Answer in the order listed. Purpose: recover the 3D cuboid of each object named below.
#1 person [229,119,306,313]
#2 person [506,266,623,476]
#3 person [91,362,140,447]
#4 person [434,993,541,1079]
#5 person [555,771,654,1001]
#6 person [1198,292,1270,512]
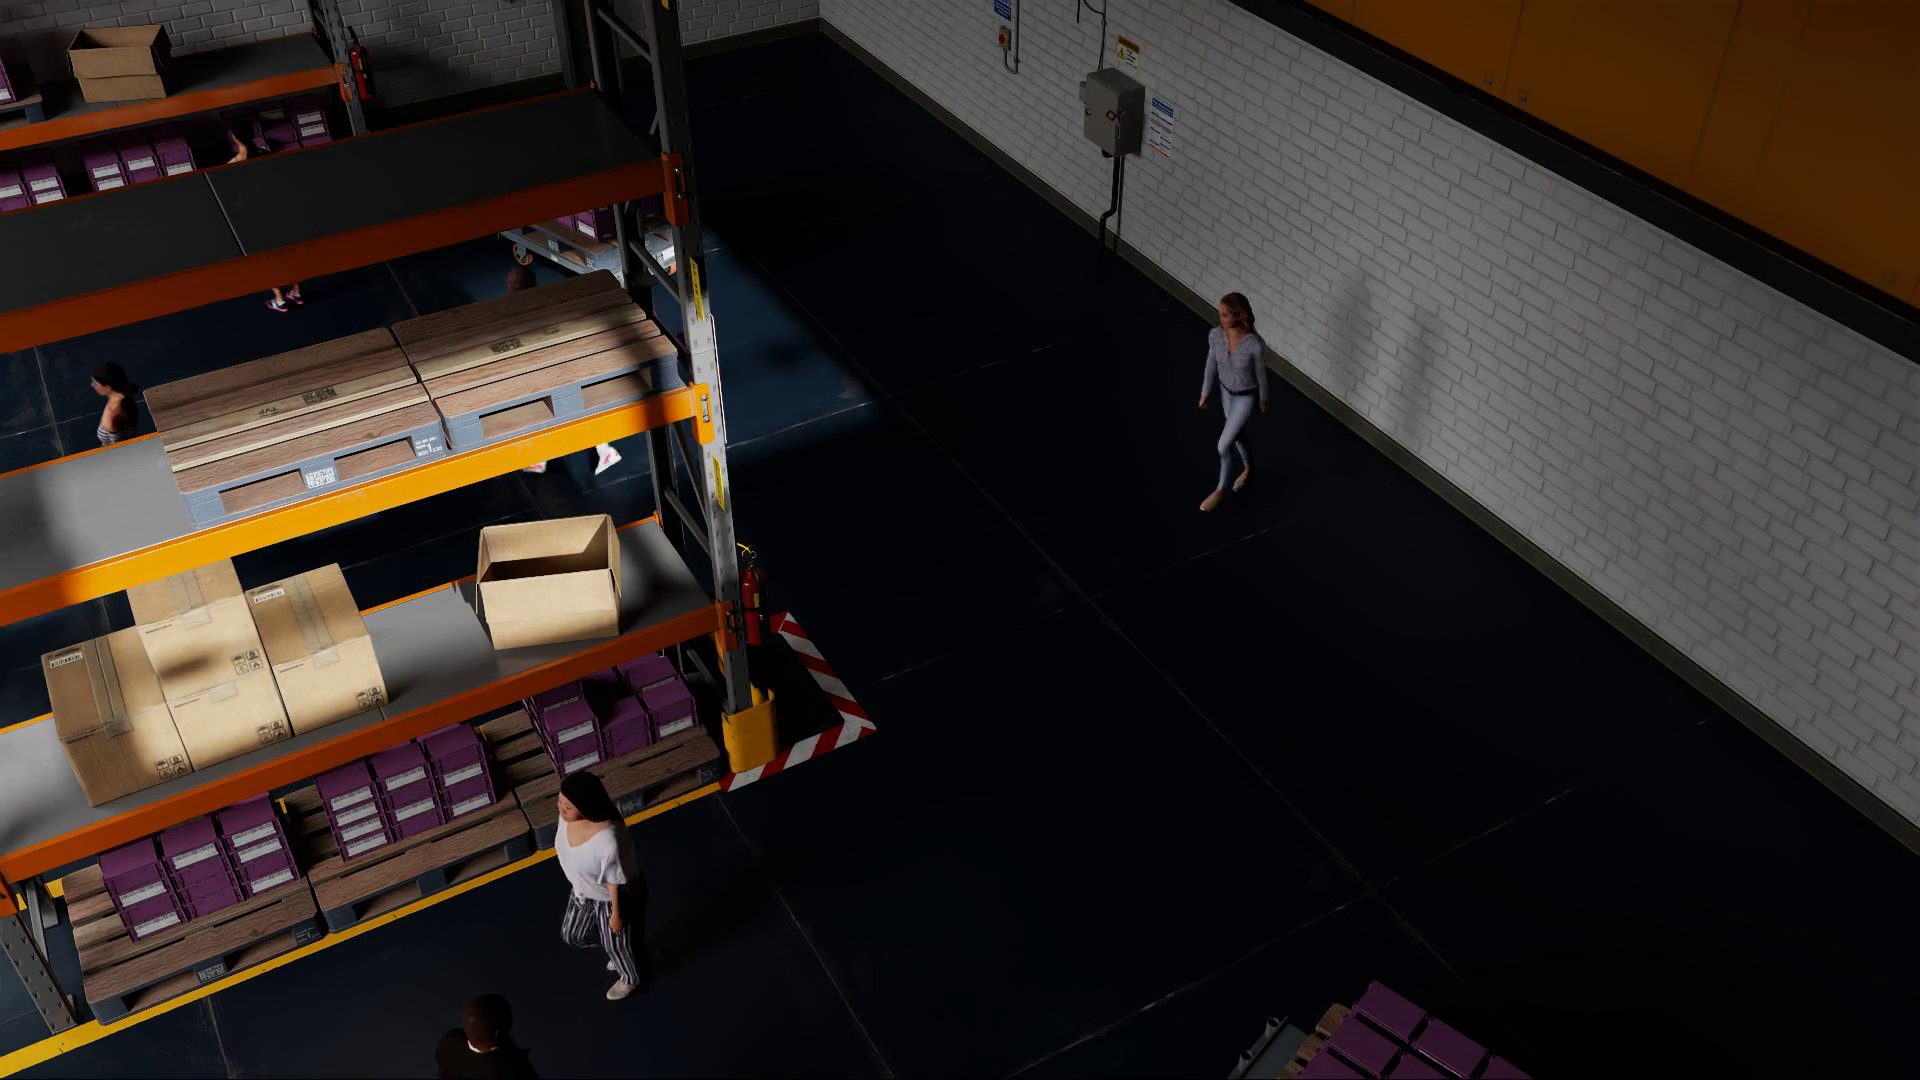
[{"bbox_3d":[-5.966,-2.785,14.289,0.681,1.725,0.563,29,47,31],"label":"person"},{"bbox_3d":[-2.986,-1.219,12.268,1.185,1.799,1.166,12,40,15],"label":"person"},{"bbox_3d":[-5.522,-0.432,11.263,0.616,1.822,0.645,-9,40,-11],"label":"person"},{"bbox_3d":[-2.058,2.709,7.297,1.006,1.865,1.248,26,46,29],"label":"person"},{"bbox_3d":[-1.774,1.756,8.651,0.763,1.664,0.762,-30,47,-32],"label":"person"},{"bbox_3d":[2.075,-1.050,12.093,0.737,1.752,0.969,27,46,29],"label":"person"}]
